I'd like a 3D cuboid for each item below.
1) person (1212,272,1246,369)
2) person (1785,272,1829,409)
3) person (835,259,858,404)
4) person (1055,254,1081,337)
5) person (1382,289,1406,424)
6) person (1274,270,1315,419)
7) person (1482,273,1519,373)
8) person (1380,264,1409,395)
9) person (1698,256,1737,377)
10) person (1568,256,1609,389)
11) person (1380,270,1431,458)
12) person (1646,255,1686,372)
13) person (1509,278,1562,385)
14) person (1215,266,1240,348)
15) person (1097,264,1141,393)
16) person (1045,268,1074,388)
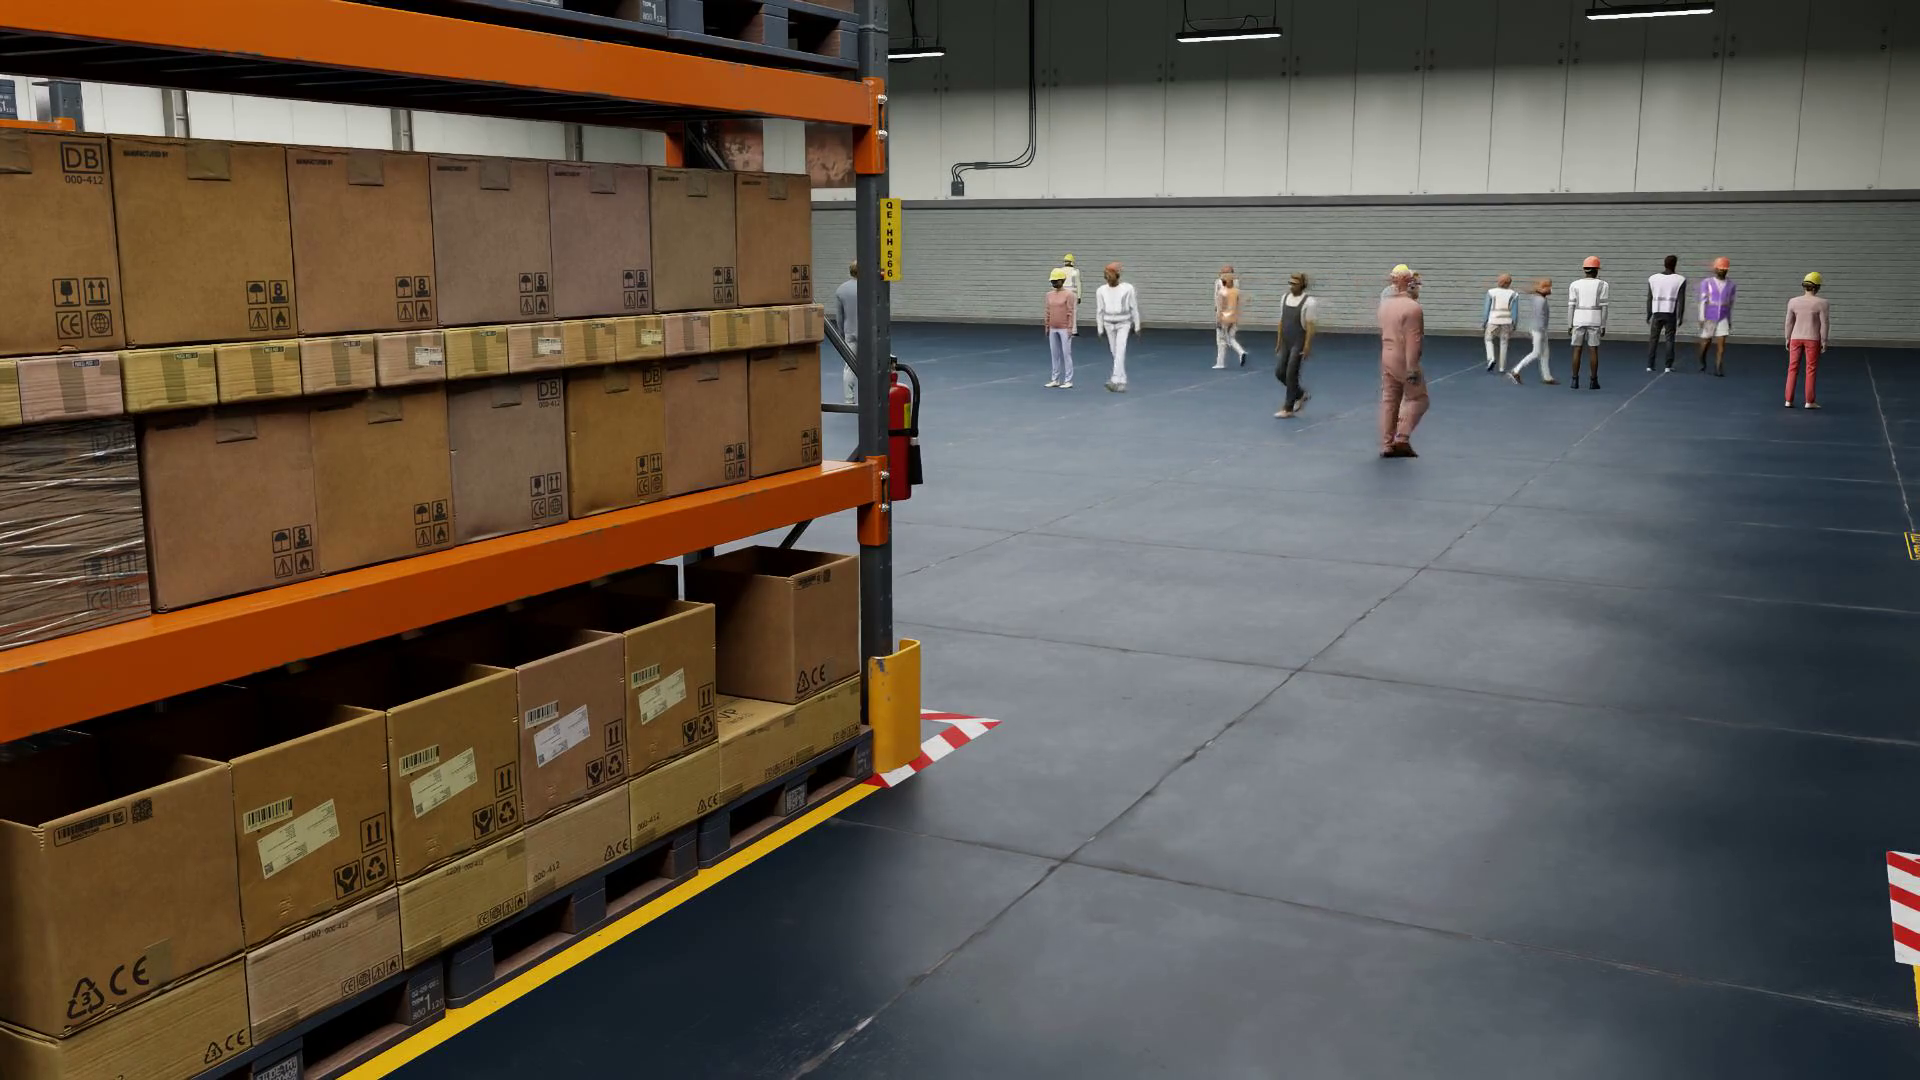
[{"bbox_3d":[4.508,-3.662,27.840,0.529,1.621,0.536,-8,13,-36],"label":"person"},{"bbox_3d":[10.978,-2.580,21.562,0.326,1.767,0.533,-9,14,-41],"label":"person"},{"bbox_3d":[-1.284,-2.621,21.316,0.634,1.940,0.367,5,12,26],"label":"person"},{"bbox_3d":[2.397,-5.373,36.643,0.588,1.822,0.403,4,11,20],"label":"person"},{"bbox_3d":[5.257,-2.206,19.884,0.280,1.634,0.499,-6,12,-29],"label":"person"},{"bbox_3d":[4.128,-2.392,20.383,0.489,1.822,0.555,-7,13,-35],"label":"person"},{"bbox_3d":[8.808,-3.531,27.113,0.564,1.629,0.466,2,11,13],"label":"person"},{"bbox_3d":[6.163,-2.955,23.427,0.404,1.830,0.602,-4,11,-20],"label":"person"},{"bbox_3d":[12.112,-3.585,26.641,0.544,1.915,0.697,2,11,11],"label":"person"},{"bbox_3d":[9.174,-3.172,24.329,0.547,1.934,0.376,5,12,27],"label":"person"},{"bbox_3d":[4.498,-1.762,16.746,0.462,1.889,0.677,-3,11,-14],"label":"person"},{"bbox_3d":[11.629,-3.734,27.455,0.598,1.916,0.381,7,13,35],"label":"person"},{"bbox_3d":[8.693,-3.134,25.021,0.707,1.611,0.505,4,11,21],"label":"person"},{"bbox_3d":[5.347,-4.673,33.323,0.516,1.639,0.314,6,12,28],"label":"person"},{"bbox_3d":[2.218,-3.002,23.696,0.642,1.824,0.991,6,12,28],"label":"person"},{"bbox_3d":[1.452,-3.109,24.476,0.519,1.757,0.340,9,14,41],"label":"person"}]
